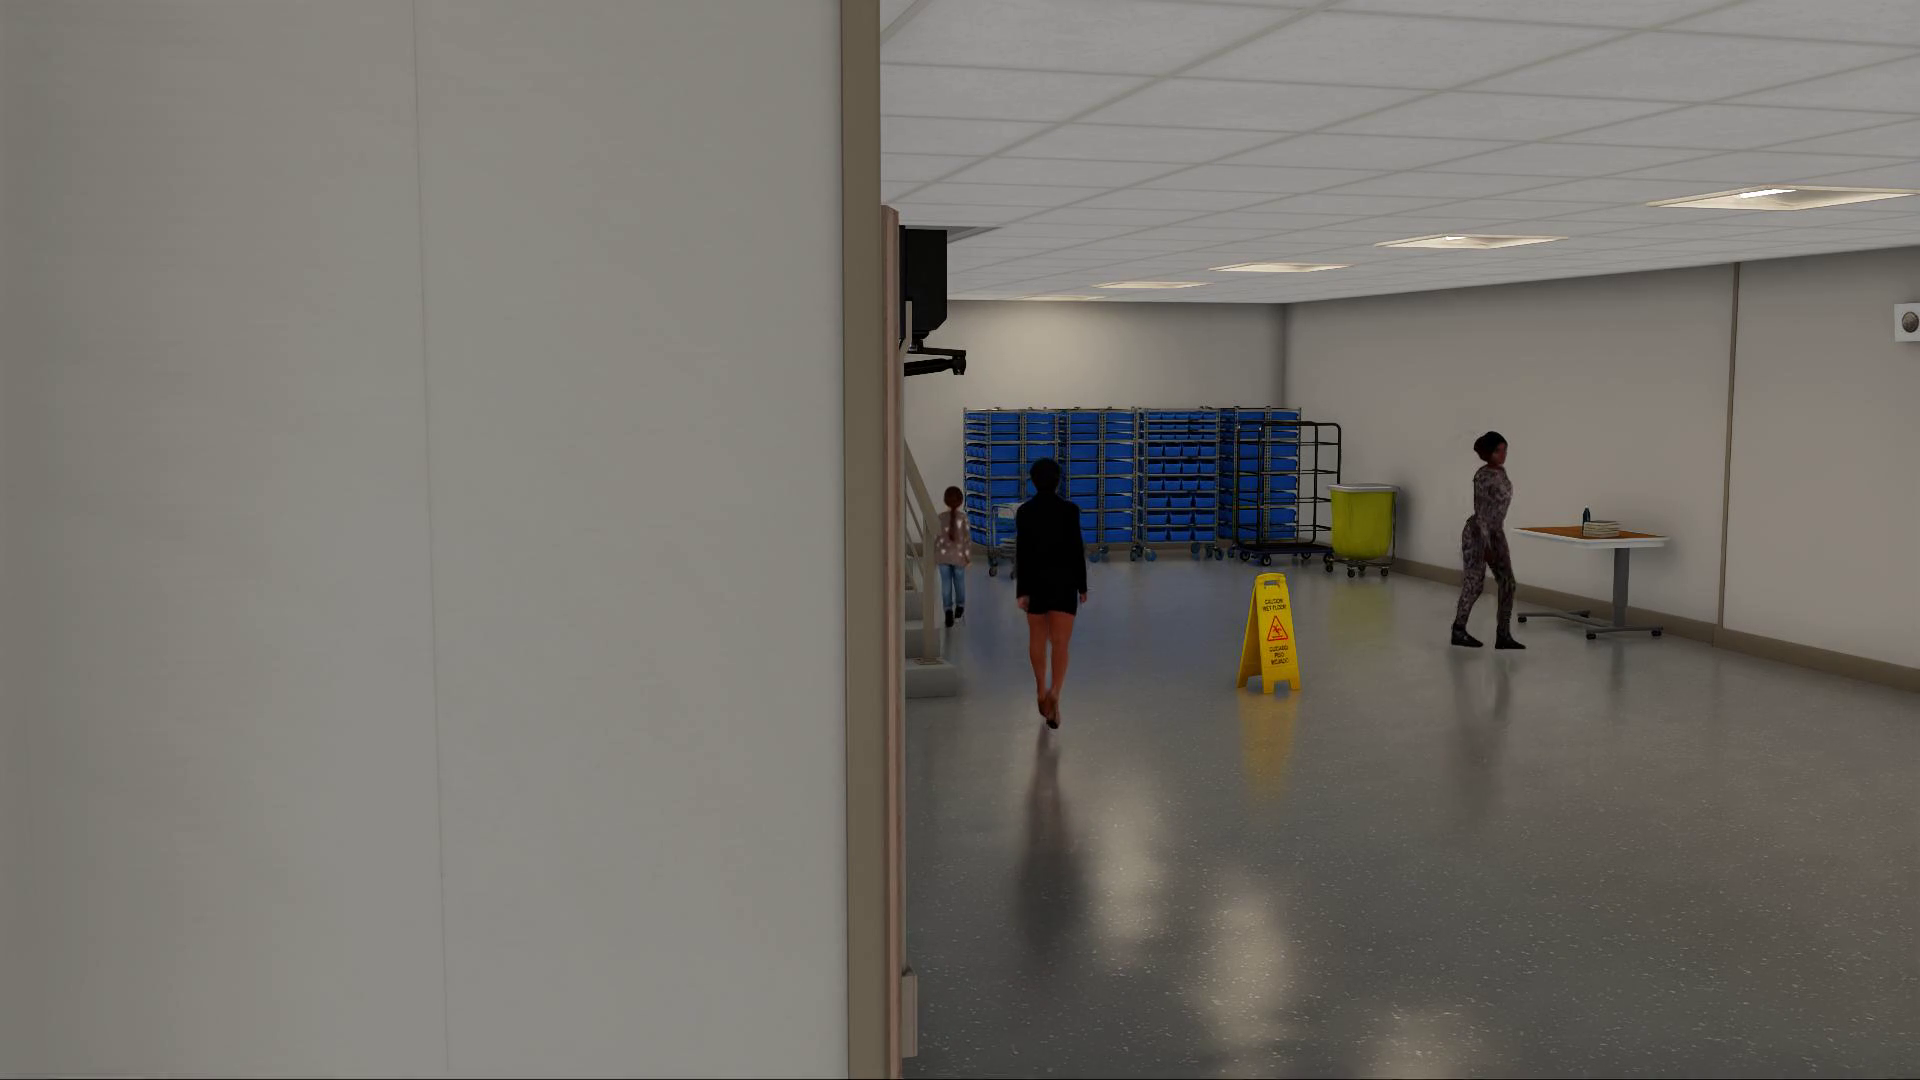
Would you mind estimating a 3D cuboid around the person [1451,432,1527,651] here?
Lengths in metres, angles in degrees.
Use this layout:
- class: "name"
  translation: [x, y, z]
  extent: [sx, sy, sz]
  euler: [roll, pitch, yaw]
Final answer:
- class: "person"
  translation: [3.965, 0.030, 12.733]
  extent: [0.958, 1.669, 0.803]
  euler: [5, 8, 43]

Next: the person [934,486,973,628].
- class: "person"
  translation: [-0.078, 0.156, 13.974]
  extent: [0.622, 1.170, 0.842]
  euler: [0, 6, 2]

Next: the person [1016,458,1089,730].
- class: "person"
  translation: [0.541, 0.351, 9.877]
  extent: [0.877, 1.602, 1.111]
  euler: [1, 6, 13]
